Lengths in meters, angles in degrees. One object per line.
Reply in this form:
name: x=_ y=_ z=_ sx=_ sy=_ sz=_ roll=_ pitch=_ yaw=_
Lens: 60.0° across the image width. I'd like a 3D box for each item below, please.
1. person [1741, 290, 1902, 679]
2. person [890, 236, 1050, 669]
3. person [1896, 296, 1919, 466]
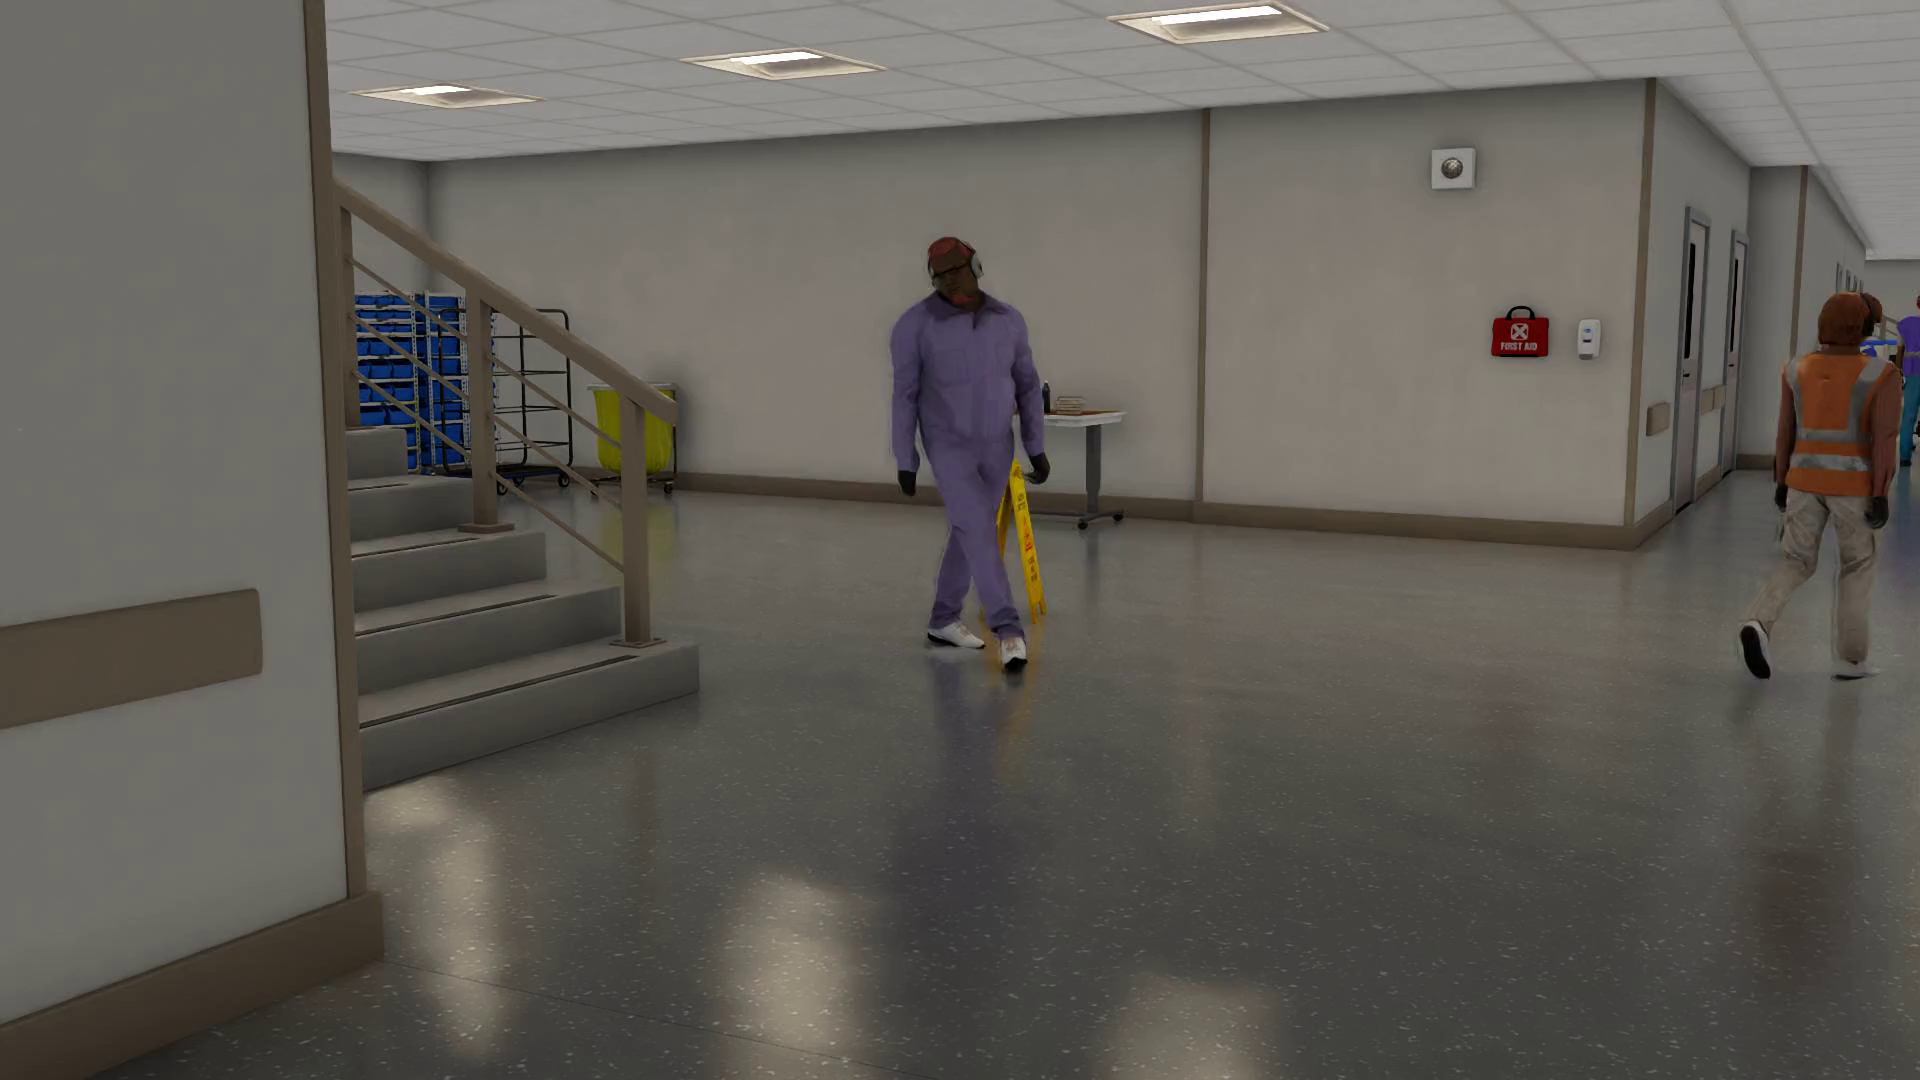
person: x=3.514 y=-0.205 z=6.777 sx=0.699 sy=1.619 sz=0.522 roll=-5 pitch=9 yaw=-32
person: x=0.068 y=-0.386 z=7.249 sx=0.634 sy=1.843 sz=0.892 roll=-5 pitch=9 yaw=-34
person: x=9.898 y=-1.657 z=17.066 sx=0.401 sy=1.844 sz=0.566 roll=-7 pitch=10 yaw=-43
